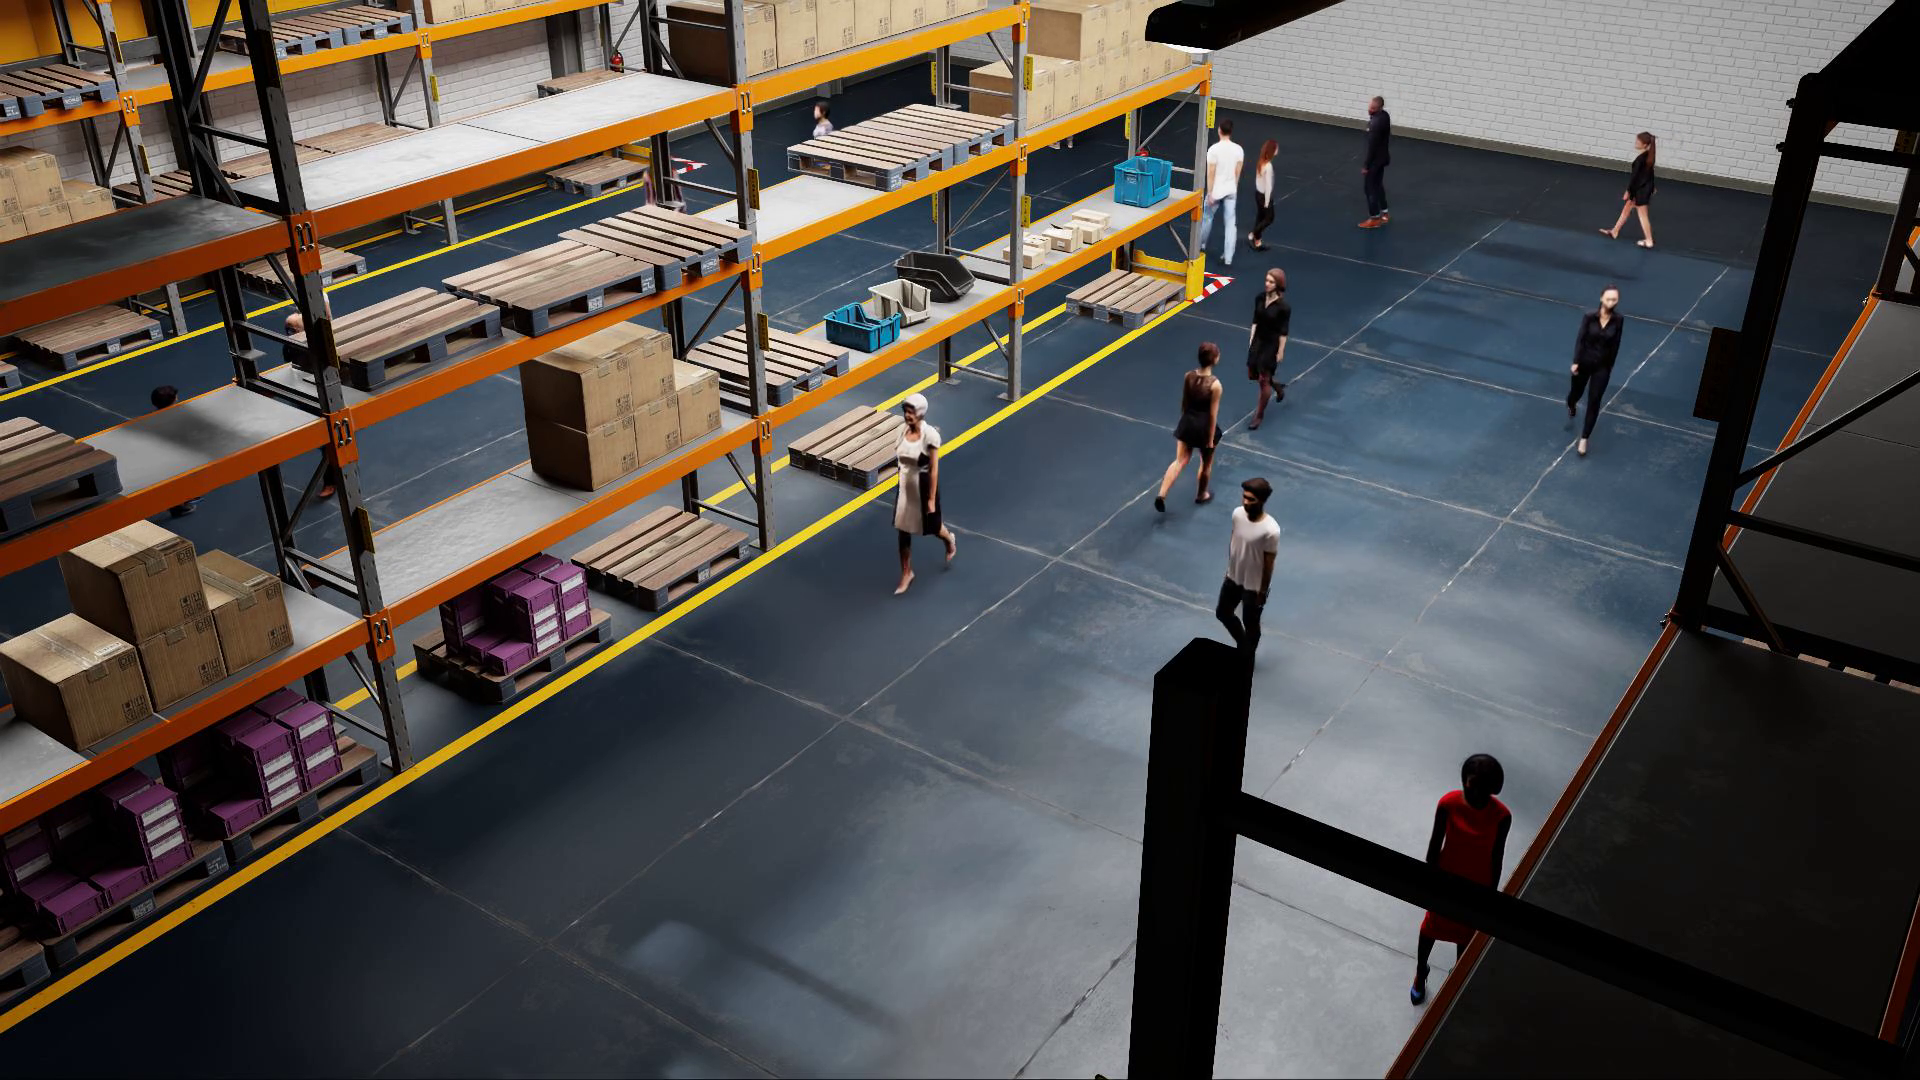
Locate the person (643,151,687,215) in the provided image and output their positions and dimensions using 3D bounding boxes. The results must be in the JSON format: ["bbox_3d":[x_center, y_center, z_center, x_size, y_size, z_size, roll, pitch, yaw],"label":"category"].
[{"bbox_3d":[-3.553,-3.876,20.229,0.898,1.791,0.994,-1,29,-2],"label":"person"}]

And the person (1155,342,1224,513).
[{"bbox_3d":[2.100,-0.985,15.069,0.717,1.657,1.063,22,36,34],"label":"person"}]

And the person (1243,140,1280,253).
[{"bbox_3d":[3.889,-4.457,21.621,0.772,1.478,0.711,-6,29,-11],"label":"person"}]

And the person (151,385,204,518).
[{"bbox_3d":[-7.223,-0.788,15.141,0.610,1.242,0.550,-24,36,-36],"label":"person"}]

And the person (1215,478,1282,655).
[{"bbox_3d":[2.263,0.262,12.722,0.715,1.715,0.732,-18,34,-30],"label":"person"}]

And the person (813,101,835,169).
[{"bbox_3d":[-1.812,-5.322,23.131,0.770,1.549,0.708,-14,32,-25],"label":"person"}]

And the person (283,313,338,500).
[{"bbox_3d":[-5.957,-1.300,15.512,0.861,1.785,1.000,8,30,13],"label":"person"}]

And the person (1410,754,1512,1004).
[{"bbox_3d":[2.877,1.966,9.568,0.630,1.743,0.601,8,30,14],"label":"person"}]

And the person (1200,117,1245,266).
[{"bbox_3d":[3.373,-4.389,21.150,1.201,1.808,1.219,-7,29,-12],"label":"person"}]

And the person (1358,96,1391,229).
[{"bbox_3d":[5.686,-5.122,22.517,0.966,1.786,0.625,21,35,33],"label":"person"}]

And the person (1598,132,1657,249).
[{"bbox_3d":[8.996,-4.574,21.799,0.909,1.512,0.692,-24,37,-36],"label":"person"}]

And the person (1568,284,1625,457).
[{"bbox_3d":[6.201,-1.714,16.373,0.815,1.688,1.126,7,29,13],"label":"person"}]

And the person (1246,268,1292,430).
[{"bbox_3d":[3.154,-1.953,16.807,0.889,1.691,0.735,-21,35,-33],"label":"person"}]

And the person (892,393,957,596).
[{"bbox_3d":[-0.288,-0.411,13.941,0.631,1.728,1.023,18,33,29],"label":"person"}]
